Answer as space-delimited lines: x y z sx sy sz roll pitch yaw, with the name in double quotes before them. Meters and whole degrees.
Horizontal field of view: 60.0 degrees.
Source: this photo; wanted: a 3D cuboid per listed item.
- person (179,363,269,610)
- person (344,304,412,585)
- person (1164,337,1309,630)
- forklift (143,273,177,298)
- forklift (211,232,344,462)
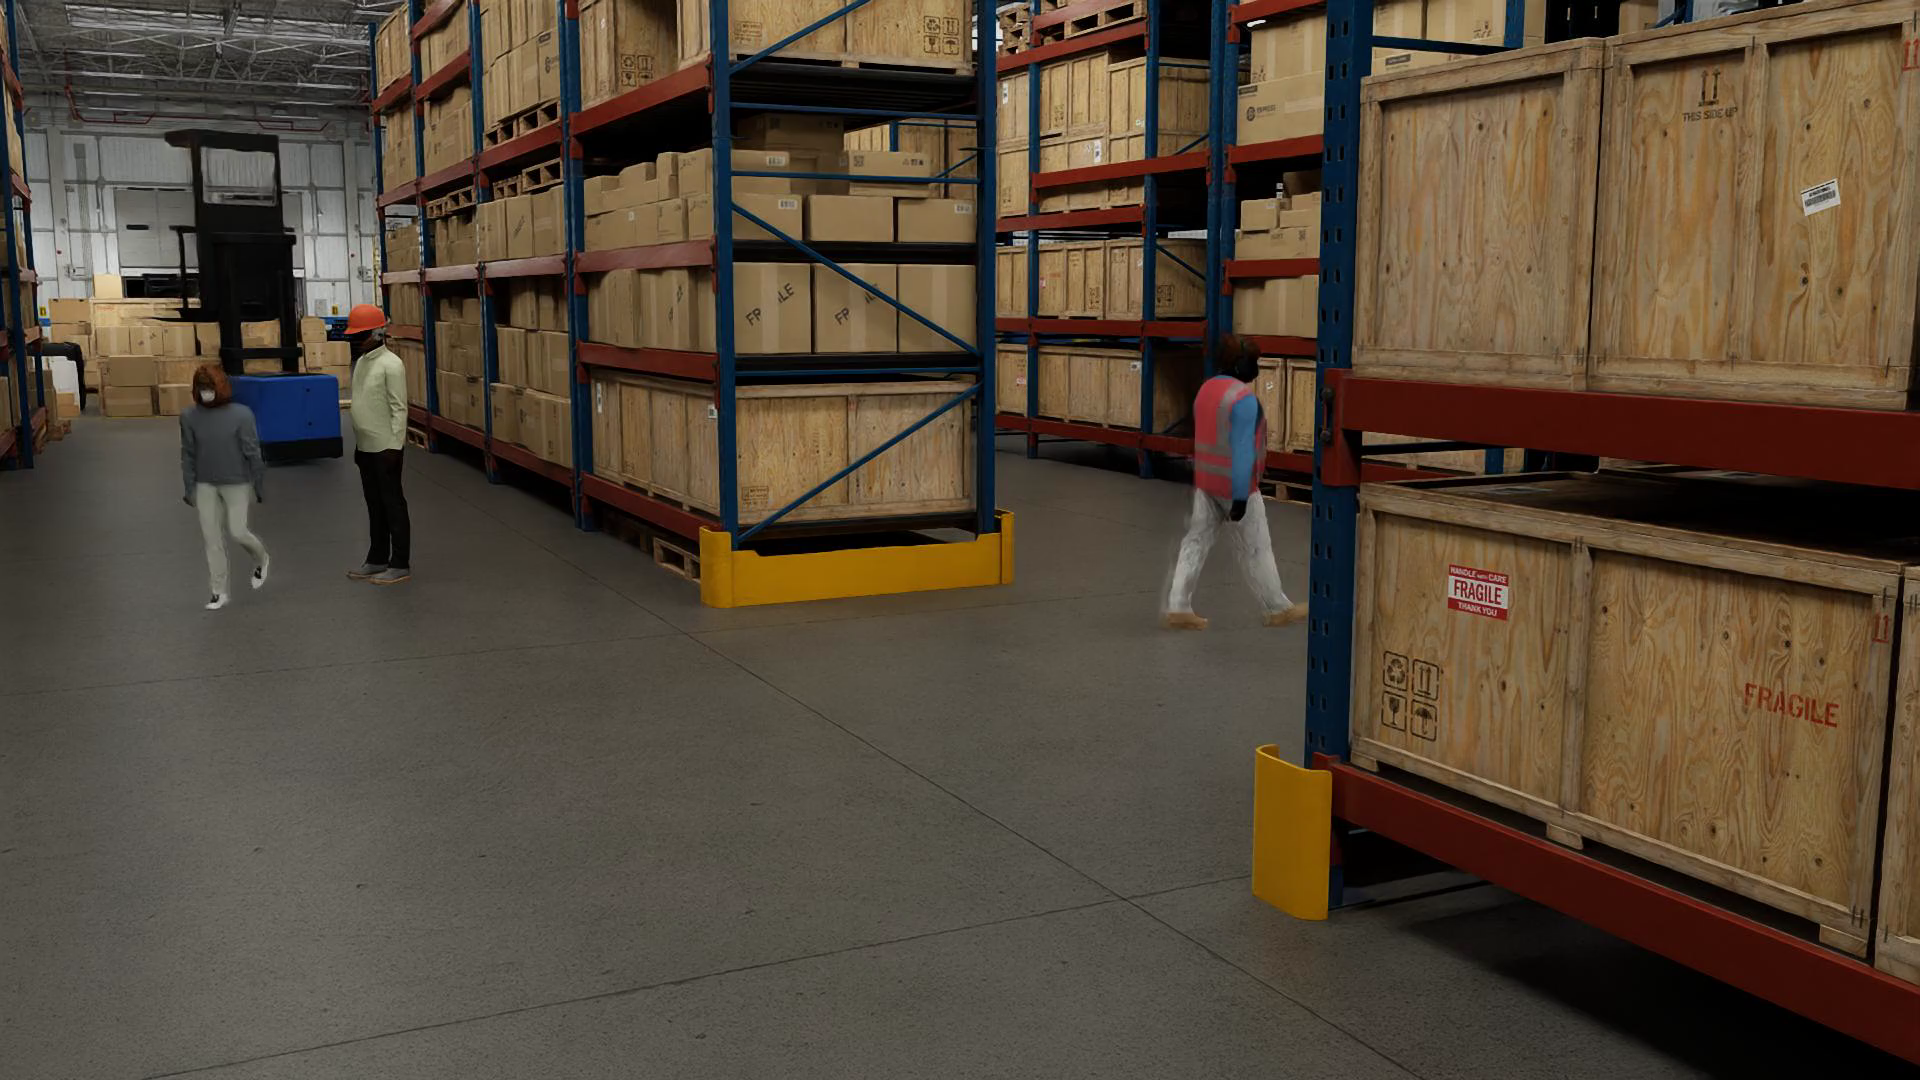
"person" -4.826 -0.369 10.971 0.516 1.612 0.543 0 8 1
"person" -4.150 -0.679 11.835 0.608 1.988 0.387 8 11 43
"person" 1.669 -0.333 10.119 0.964 1.791 0.639 -3 9 -21
"forklift" -25.232 -7.037 52.614 1.873 2.768 1.129 8 11 43
"forklift" -8.648 -2.392 20.582 1.873 2.768 1.129 7 11 38
